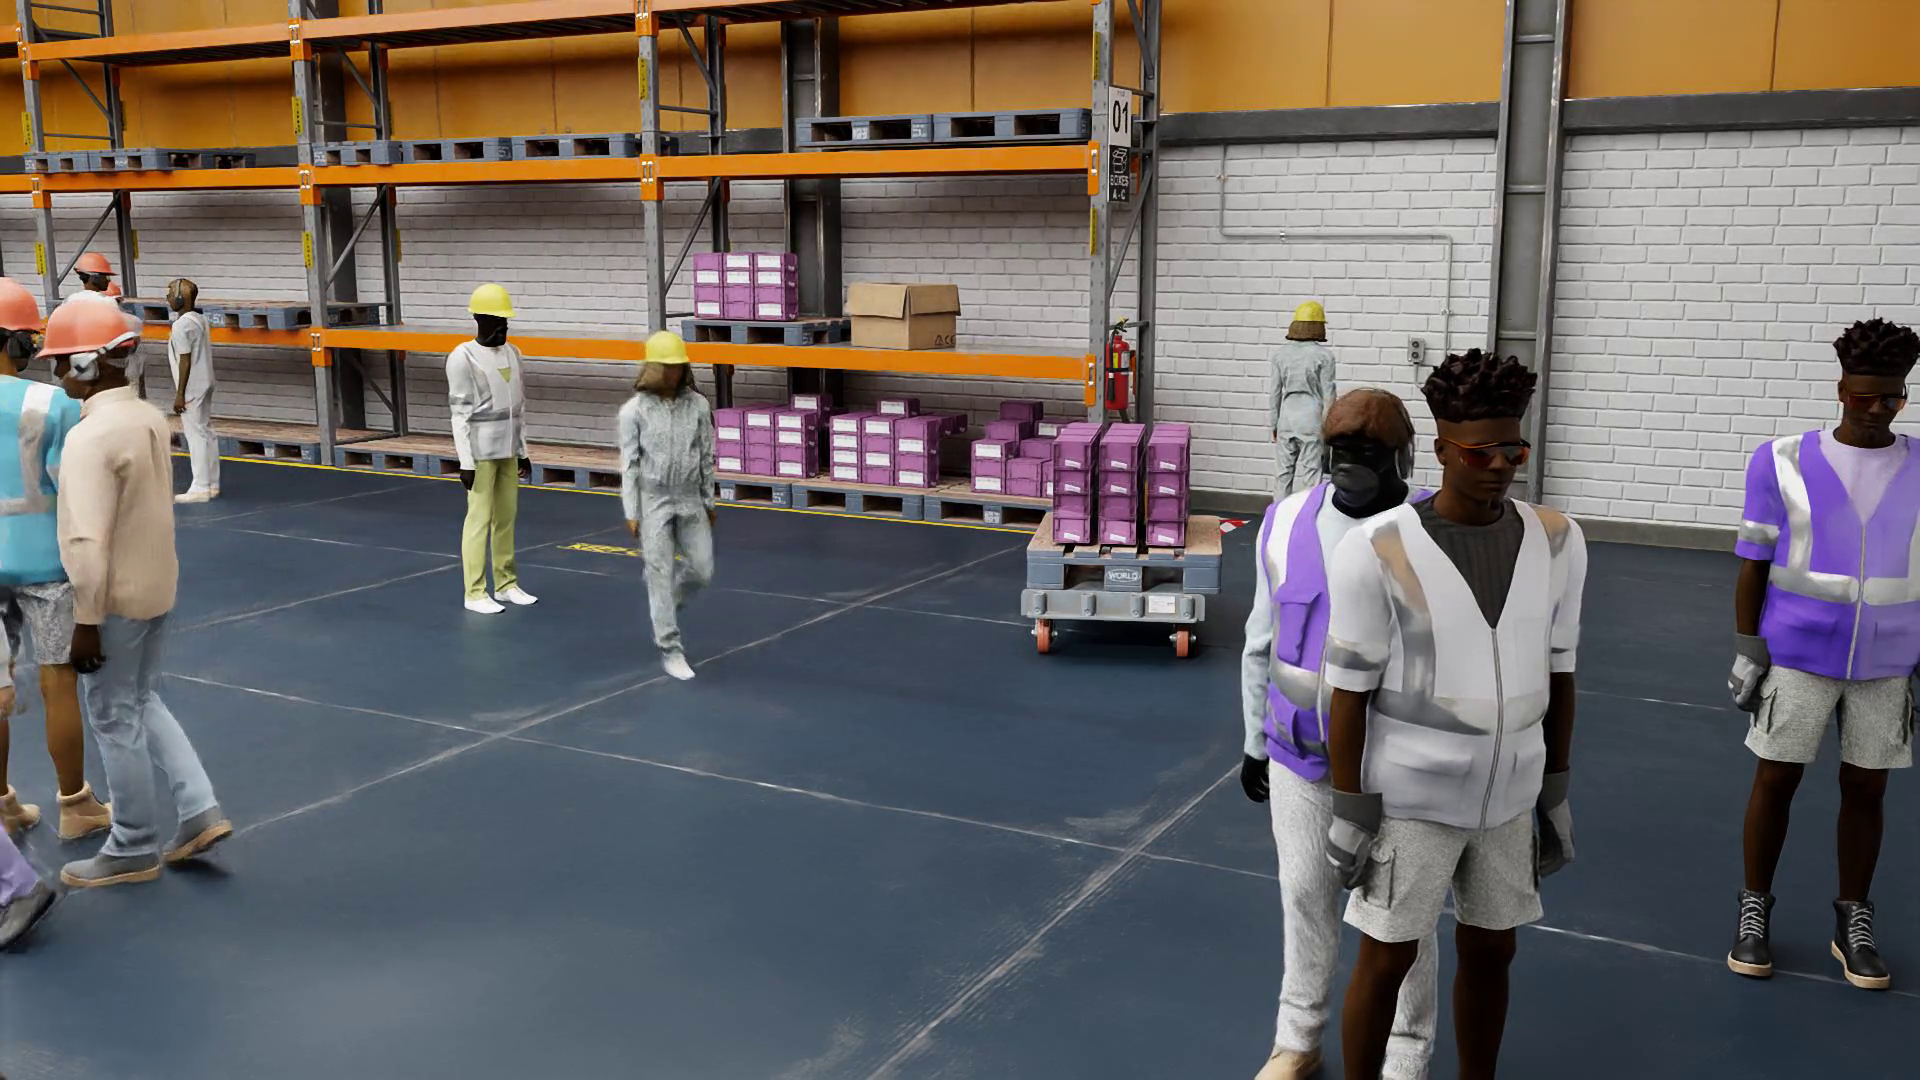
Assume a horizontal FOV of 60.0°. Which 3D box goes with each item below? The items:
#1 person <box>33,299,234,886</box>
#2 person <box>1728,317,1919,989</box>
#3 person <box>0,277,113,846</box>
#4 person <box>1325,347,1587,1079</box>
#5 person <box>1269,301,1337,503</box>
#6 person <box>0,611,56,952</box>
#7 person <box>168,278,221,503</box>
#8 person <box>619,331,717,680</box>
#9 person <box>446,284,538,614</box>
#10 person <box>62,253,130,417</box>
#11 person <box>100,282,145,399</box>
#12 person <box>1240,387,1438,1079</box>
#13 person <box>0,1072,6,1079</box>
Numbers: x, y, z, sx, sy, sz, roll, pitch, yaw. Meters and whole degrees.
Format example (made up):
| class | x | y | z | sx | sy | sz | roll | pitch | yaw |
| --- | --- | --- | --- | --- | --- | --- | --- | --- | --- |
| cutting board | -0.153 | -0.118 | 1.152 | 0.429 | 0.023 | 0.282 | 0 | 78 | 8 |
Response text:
| class | x | y | z | sx | sy | sz | roll | pitch | yaw |
| --- | --- | --- | --- | --- | --- | --- | --- | --- | --- |
| person | -2.795 | 0.192 | 5.586 | 0.535 | 1.984 | 0.627 | -1 | 10 | -5 |
| person | 2.574 | 0.339 | 4.862 | 0.603 | 1.951 | 0.372 | 3 | 11 | 16 |
| person | -3.357 | 0.093 | 5.955 | 0.615 | 2.043 | 0.373 | 0 | 10 | -1 |
| person | 1.091 | 0.551 | 3.697 | 0.606 | 1.958 | 0.379 | -2 | 11 | -13 |
| person | 2.409 | -0.796 | 11.667 | 0.488 | 1.738 | 0.323 | 8 | 13 | 37 |
| person | -3.124 | 0.412 | 5.059 | 0.566 | 1.723 | 0.380 | 6 | 12 | 29 |
| person | -6.357 | -1.231 | 13.761 | 0.345 | 1.846 | 0.508 | -1 | 10 | -3 |
| person | -1.466 | -0.185 | 8.320 | 0.501 | 1.729 | 0.484 | -7 | 13 | -35 |
| person | -2.720 | -0.528 | 9.721 | 0.398 | 1.919 | 0.582 | 4 | 11 | 22 |
| person | -7.712 | -1.543 | 14.931 | 0.614 | 2.039 | 0.384 | 4 | 11 | 19 |
| person | -8.209 | -1.632 | 16.194 | 0.321 | 1.755 | 0.561 | 6 | 12 | 28 |
| person | 0.975 | 0.539 | 4.102 | 0.632 | 1.838 | 0.430 | 8 | 13 | 37 |
| person | -1.766 | 0.861 | 2.610 | 0.516 | 1.731 | 0.736 | 2 | 11 | 12 |
